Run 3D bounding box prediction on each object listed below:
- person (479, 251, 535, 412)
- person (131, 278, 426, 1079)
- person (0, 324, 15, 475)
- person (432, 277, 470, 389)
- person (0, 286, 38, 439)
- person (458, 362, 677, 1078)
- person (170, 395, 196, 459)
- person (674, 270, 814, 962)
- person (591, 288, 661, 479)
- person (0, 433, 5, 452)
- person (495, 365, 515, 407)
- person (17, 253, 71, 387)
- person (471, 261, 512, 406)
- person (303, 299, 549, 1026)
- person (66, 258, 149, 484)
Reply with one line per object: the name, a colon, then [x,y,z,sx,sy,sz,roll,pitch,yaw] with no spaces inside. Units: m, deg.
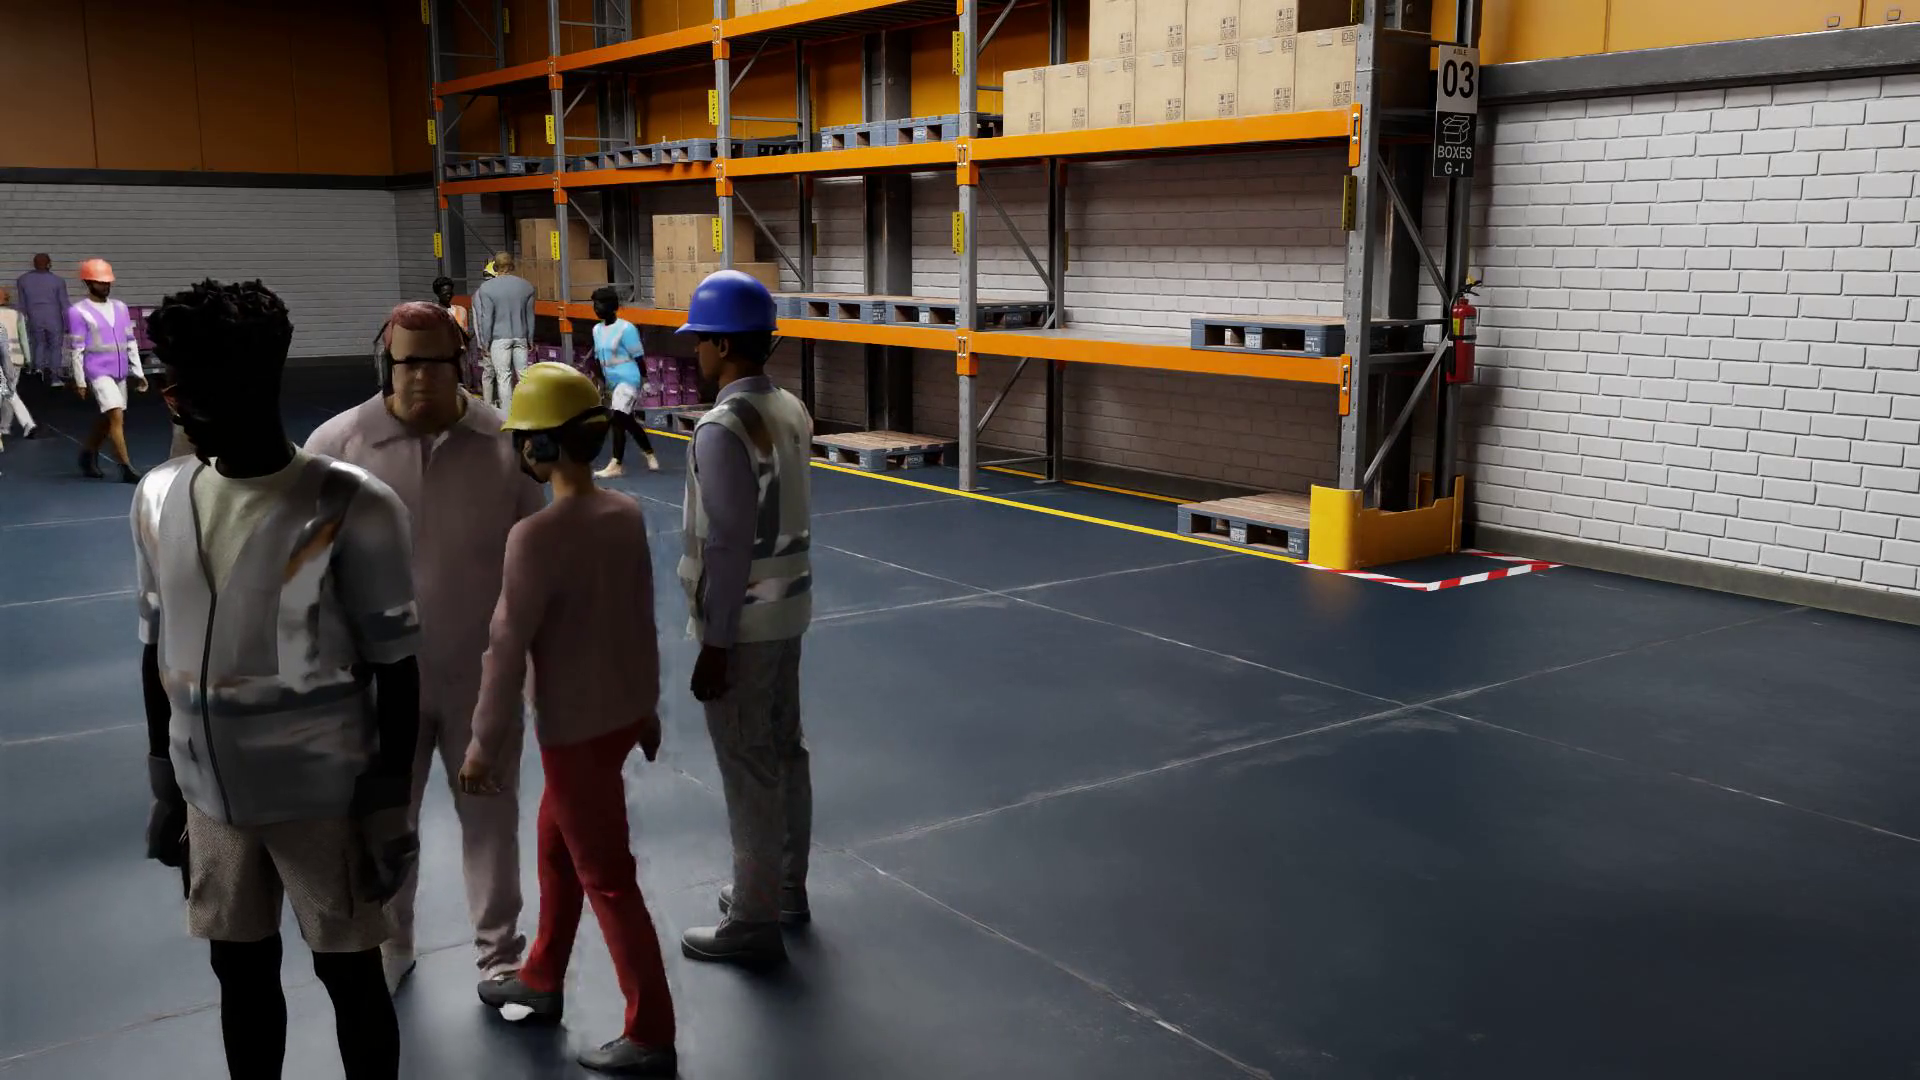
person: [-4.927,-2.170,18.138,0.629,1.937,0.377,-8,13,-39]
person: [-1.339,0.477,3.253,0.607,1.957,0.389,3,10,15]
person: [-8.479,-1.349,14.405,0.530,1.620,0.365,-4,11,-23]
person: [-5.240,-1.837,16.983,0.320,1.687,0.533,9,14,42]
person: [-9.896,-1.849,17.289,0.825,1.599,0.520,5,11,24]
person: [-1.019,0.446,4.053,0.771,1.740,0.527,3,10,15]
person: [-2.973,-0.043,6.700,0.523,1.769,0.315,4,11,23]
person: [-0.605,0.218,4.724,0.390,1.946,0.614,2,10,13]
person: [-2.891,-1.375,14.487,0.727,1.647,0.528,-9,13,-41]
person: [-9.428,-1.817,15.861,0.376,2.041,0.615,-3,10,-15]
person: [-5.408,-2.280,19.625,0.497,1.629,0.277,-9,13,-41]
person: [-12.815,-3.079,23.355,0.666,1.888,0.435,-1,10,-7]
person: [-5.205,-2.219,18.731,0.588,1.823,0.403,7,12,33]
person: [-1.361,0.317,4.347,0.668,1.905,0.423,-4,11,-21]
person: [-7.274,-1.430,14.096,0.935,1.907,0.544,4,11,20]
